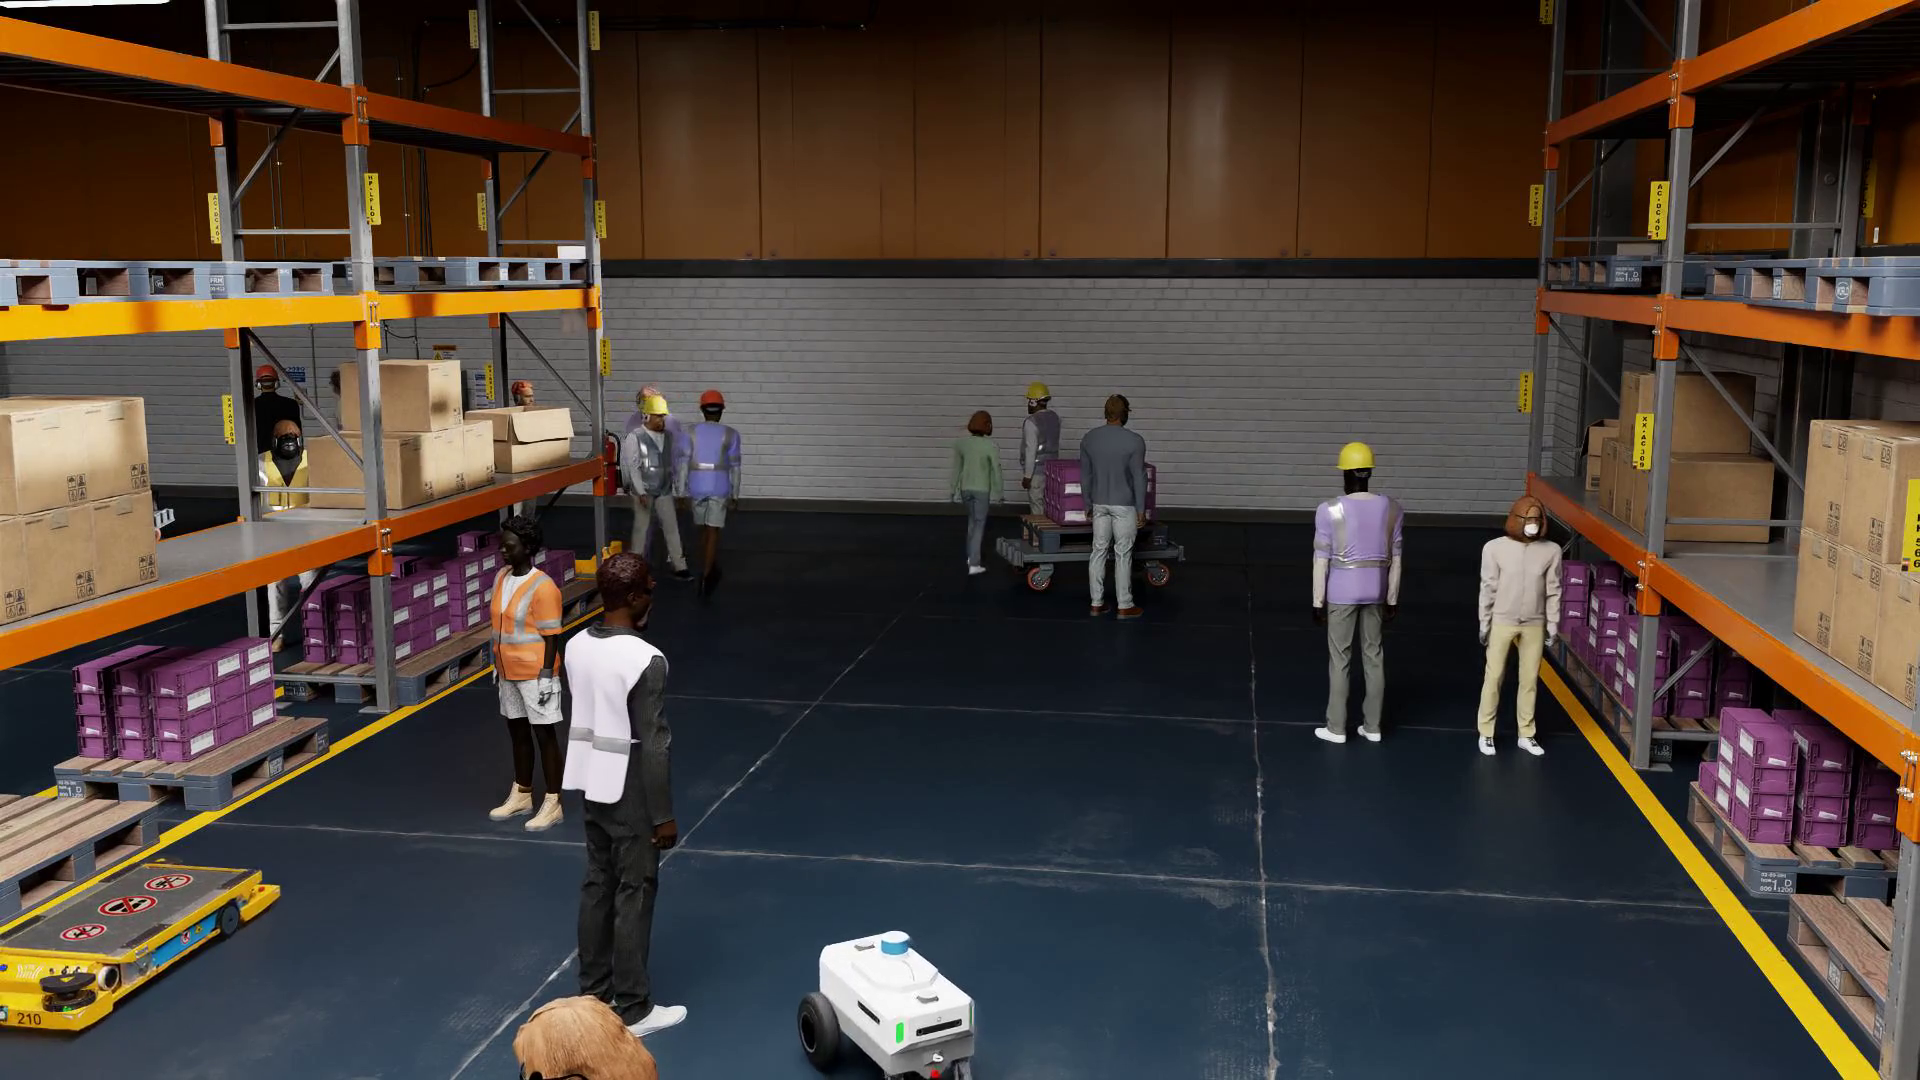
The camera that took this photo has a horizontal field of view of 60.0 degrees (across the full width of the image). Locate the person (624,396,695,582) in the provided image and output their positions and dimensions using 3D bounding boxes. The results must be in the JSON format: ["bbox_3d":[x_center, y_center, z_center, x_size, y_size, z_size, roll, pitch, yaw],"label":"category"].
[{"bbox_3d":[-2.936,-0.488,16.012,0.722,1.800,0.606,8,12,41],"label":"person"}]

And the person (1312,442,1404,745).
[{"bbox_3d":[2.500,0.338,10.550,0.588,1.919,0.399,-2,9,-11],"label":"person"}]

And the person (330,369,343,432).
[{"bbox_3d":[-6.878,-1.011,19.055,0.869,1.881,0.651,3,10,15],"label":"person"}]

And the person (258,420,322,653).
[{"bbox_3d":[-5.256,-0.033,13.096,0.626,1.836,0.428,-3,10,-20],"label":"person"}]

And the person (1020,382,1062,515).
[{"bbox_3d":[0.826,-0.742,17.458,0.404,1.834,0.591,6,11,34],"label":"person"}]

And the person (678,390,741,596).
[{"bbox_3d":[-2.318,-0.455,15.558,0.564,1.870,0.927,1,9,5],"label":"person"}]

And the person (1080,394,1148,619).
[{"bbox_3d":[1.334,-0.287,14.332,0.636,1.939,0.362,6,11,34],"label":"person"}]

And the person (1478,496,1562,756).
[{"bbox_3d":[3.442,0.533,10.252,0.499,1.629,0.283,0,9,2],"label":"person"}]

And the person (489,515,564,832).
[{"bbox_3d":[-2.338,0.707,8.940,0.535,1.700,0.318,8,12,39],"label":"person"}]

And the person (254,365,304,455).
[{"bbox_3d":[-7.367,-0.884,17.861,0.608,1.989,0.387,-4,10,-24],"label":"person"}]

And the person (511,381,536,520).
[{"bbox_3d":[-4.470,-0.687,16.999,0.348,1.879,0.576,3,10,17],"label":"person"}]

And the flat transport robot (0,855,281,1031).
[{"bbox_3d":[-3.638,1.702,7.195,0.652,0.197,1.431,1,9,9],"label":"flat transport robot"}]

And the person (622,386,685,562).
[{"bbox_3d":[-3.078,-0.635,16.798,0.665,1.854,0.967,6,11,32],"label":"person"}]

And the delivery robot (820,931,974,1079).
[{"bbox_3d":[-0.239,1.687,6.124,0.477,0.478,0.707,-5,10,-28],"label":"delivery robot"}]

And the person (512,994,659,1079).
[{"bbox_3d":[-0.703,1.669,3.243,0.297,1.622,0.505,-2,9,-14],"label":"person"}]

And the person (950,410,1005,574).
[{"bbox_3d":[0.196,-0.482,16.522,0.536,1.612,0.540,5,11,31],"label":"person"}]

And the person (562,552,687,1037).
[{"bbox_3d":[-1.339,0.997,6.524,0.392,1.911,0.581,-8,12,-42],"label":"person"}]
